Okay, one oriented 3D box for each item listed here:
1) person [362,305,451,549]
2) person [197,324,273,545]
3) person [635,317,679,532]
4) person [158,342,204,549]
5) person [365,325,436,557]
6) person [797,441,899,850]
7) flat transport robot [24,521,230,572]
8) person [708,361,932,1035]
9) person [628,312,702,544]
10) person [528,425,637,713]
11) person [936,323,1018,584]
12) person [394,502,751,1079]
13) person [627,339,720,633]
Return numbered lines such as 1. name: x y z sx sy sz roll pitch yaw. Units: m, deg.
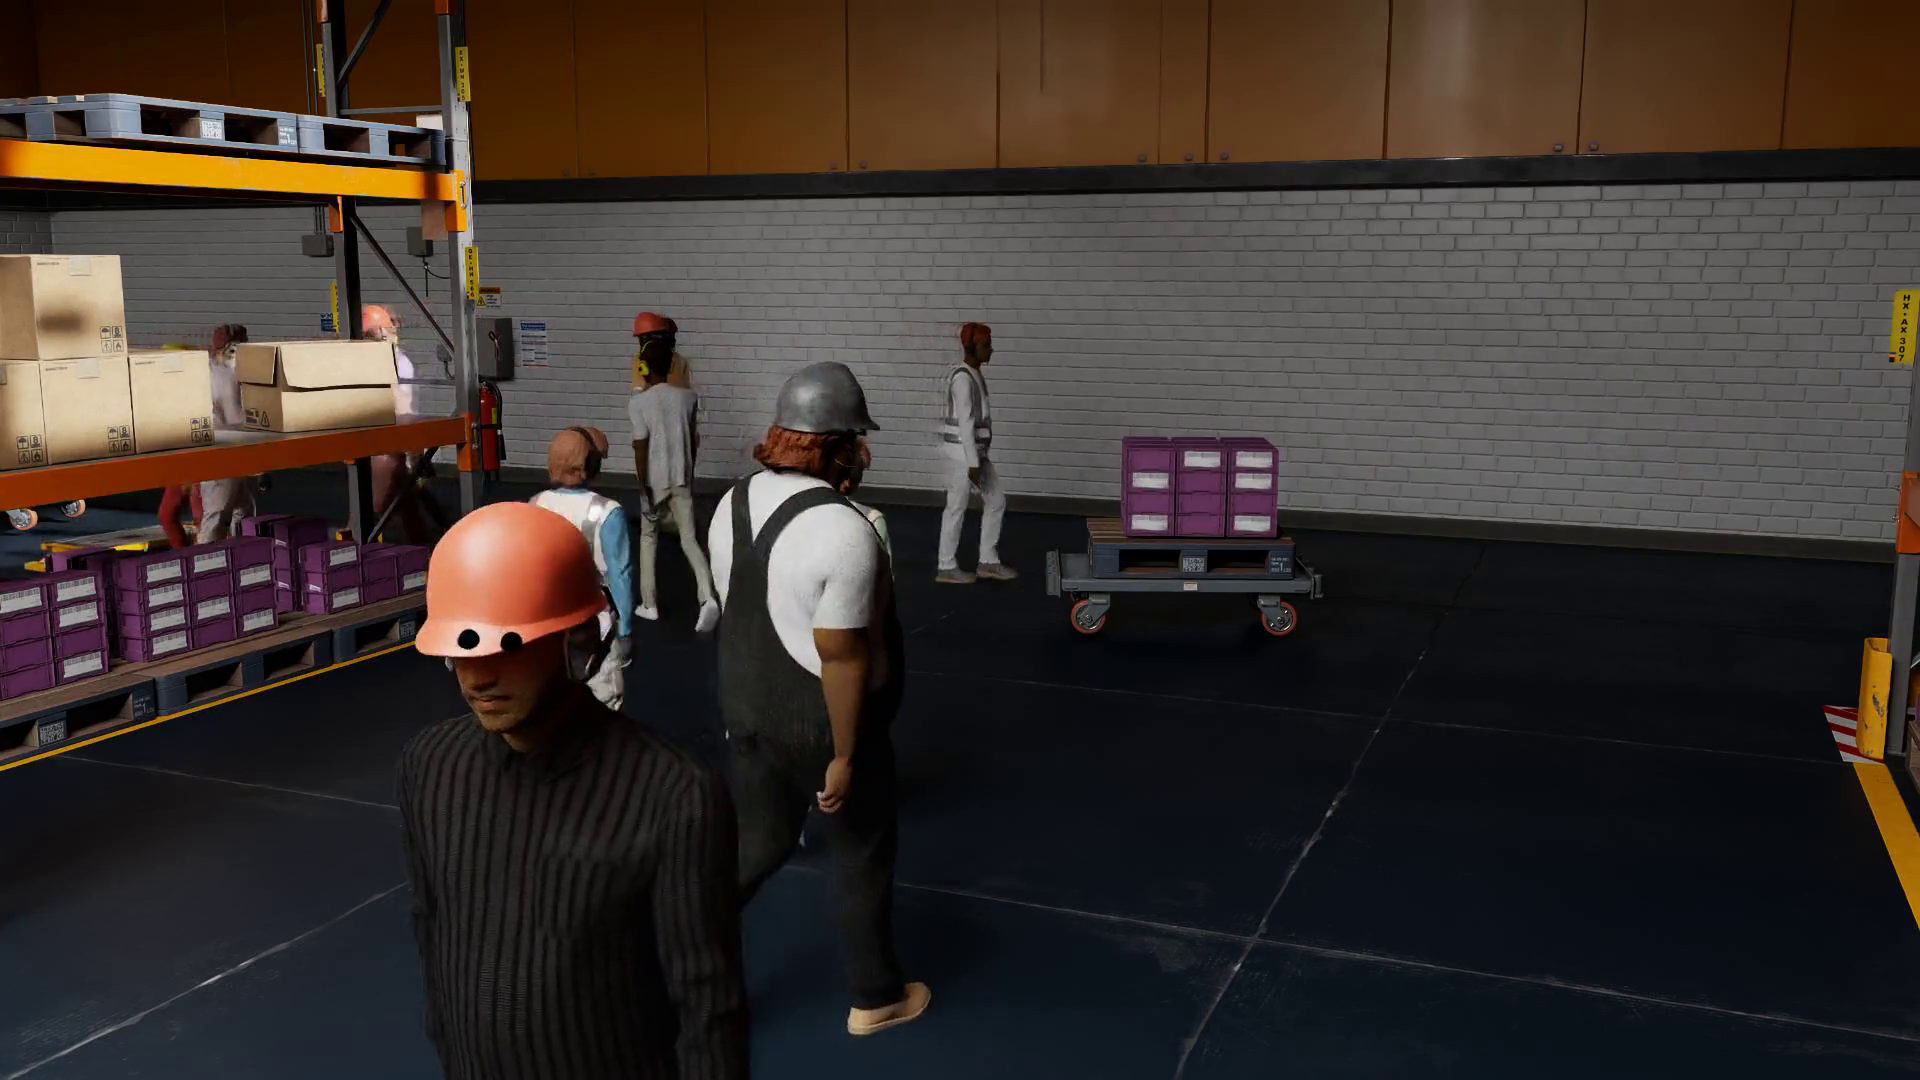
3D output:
1. person: -4.320 -0.800 12.689 0.607 1.984 1.081 7 12 38
2. person: -4.923 -0.520 11.312 0.821 1.871 0.717 -8 12 -40
3. person: -2.555 -0.987 14.252 0.430 1.837 0.624 -5 11 -29
4. person: -5.326 -0.466 11.332 0.558 1.746 0.541 -8 12 -38
5. person: -4.005 -0.566 11.649 0.962 1.862 0.650 -5 11 -28
6. person: -0.519 0.406 6.472 0.538 1.616 0.616 8 12 39
7. flat transport robot: -6.236 0.057 12.644 0.652 0.197 1.431 5 11 28
8. person: -0.504 0.481 4.728 0.677 2.000 0.870 9 13 44
9. person: -2.487 -0.921 13.682 0.917 1.884 0.542 6 11 31
10. person: -1.509 0.363 6.658 0.529 1.640 0.321 5 11 28
11. person: 0.153 -0.600 11.789 0.719 1.859 0.610 2 10 11
12. person: -0.600 0.901 2.515 0.646 1.929 1.094 3 10 17
13. person: -1.805 -0.341 10.389 0.496 1.828 0.946 -5 11 -30
